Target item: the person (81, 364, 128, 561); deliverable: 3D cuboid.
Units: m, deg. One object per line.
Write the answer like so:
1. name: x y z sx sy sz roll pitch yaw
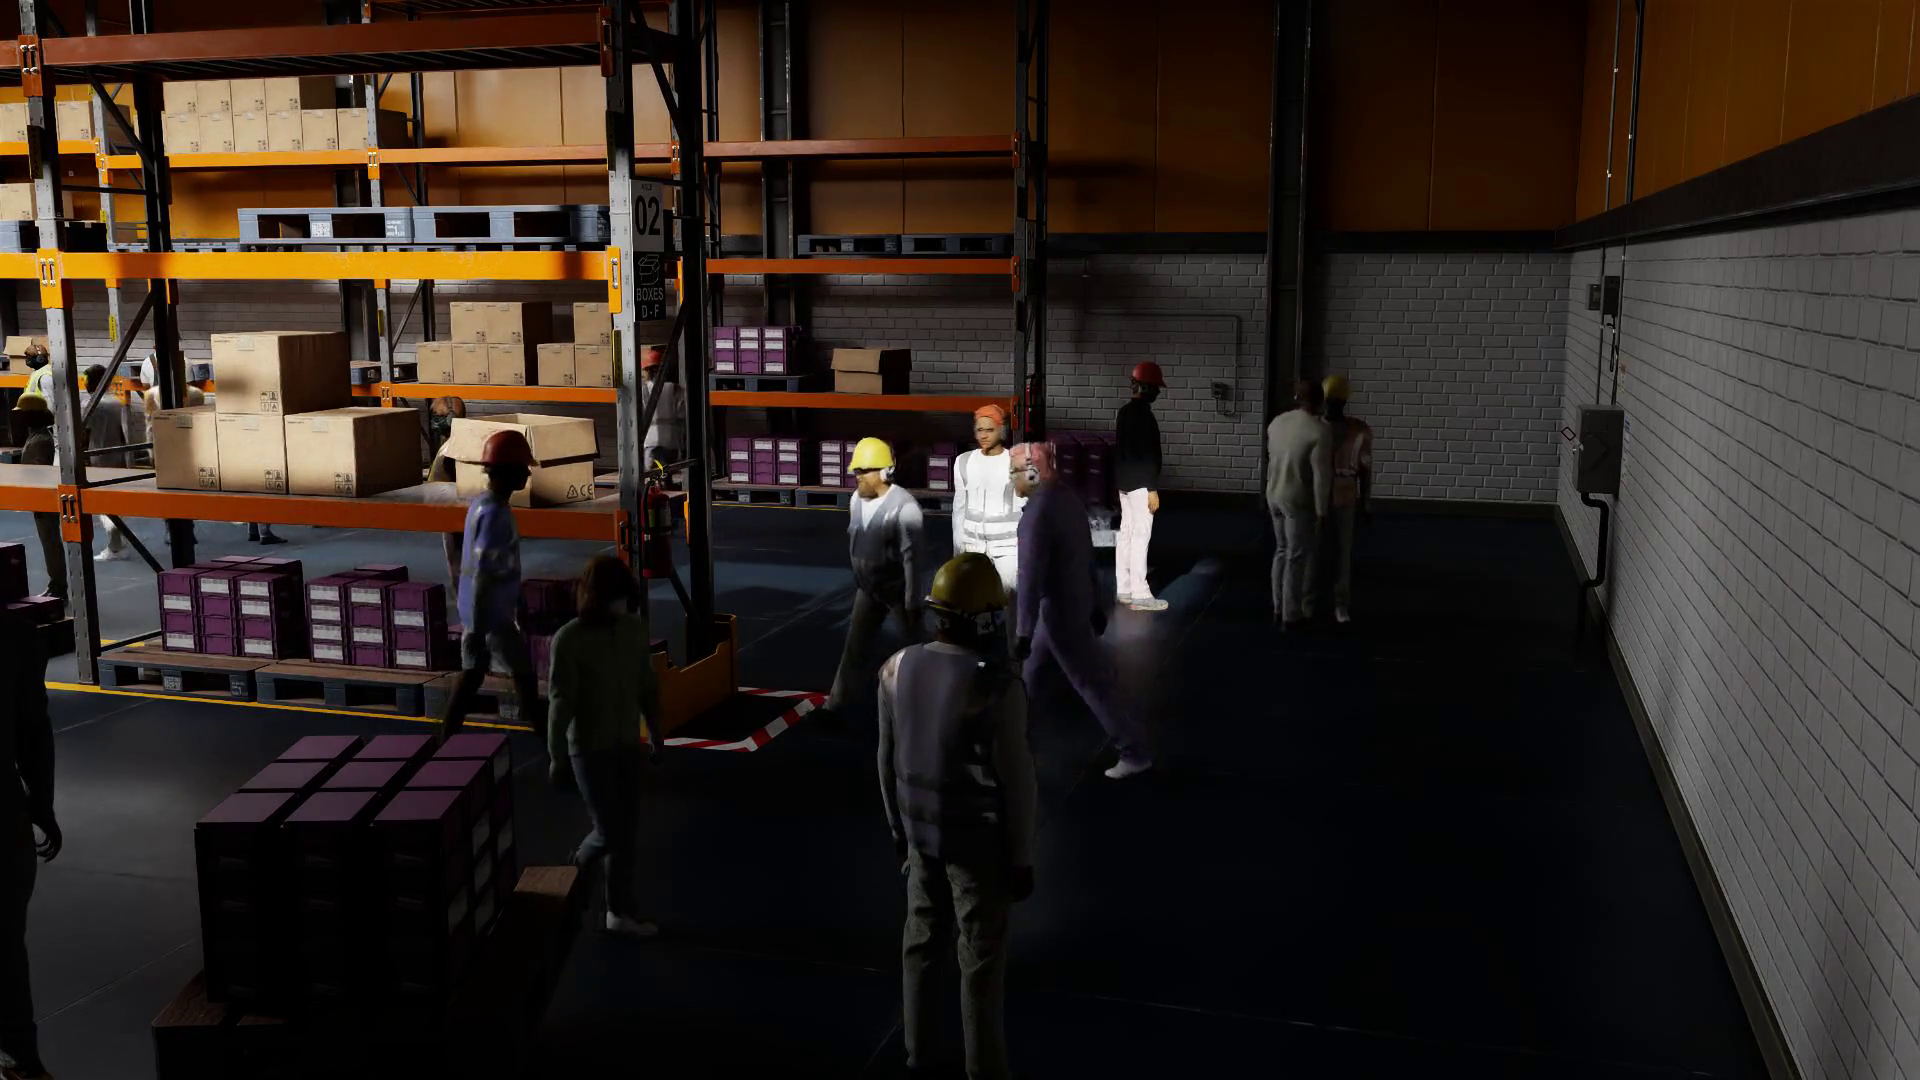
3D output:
1. person: -8.044 -0.715 15.545 0.433 1.843 0.486 0 9 -3

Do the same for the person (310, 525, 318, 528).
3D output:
1. person: -6.810 -1.028 17.568 0.599 1.801 0.464 -3 10 -17

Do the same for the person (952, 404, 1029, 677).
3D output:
1. person: 0.211 0.068 10.657 0.577 1.879 0.347 4 10 25

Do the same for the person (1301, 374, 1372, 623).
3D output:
1. person: 2.863 -0.314 12.828 0.594 1.923 0.385 2 9 11

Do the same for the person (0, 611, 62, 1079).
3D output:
1. person: -3.203 0.912 5.316 0.372 1.940 0.630 8 12 41

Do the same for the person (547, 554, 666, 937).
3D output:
1. person: -1.409 0.843 6.700 0.379 1.612 0.582 6 11 34

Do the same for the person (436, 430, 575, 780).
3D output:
1. person: -2.363 0.368 8.781 0.979 1.883 0.589 -3 10 -20

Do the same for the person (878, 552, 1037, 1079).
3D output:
1. person: 0.011 0.947 5.428 0.601 1.830 0.403 8 12 39

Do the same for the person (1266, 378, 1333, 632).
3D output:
1. person: 2.545 -0.260 12.554 0.437 1.918 0.681 -5 11 -30

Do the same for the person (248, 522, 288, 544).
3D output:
1. person: -6.923 -0.841 16.562 0.522 1.758 0.350 9 13 44

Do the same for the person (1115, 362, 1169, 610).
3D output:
1. person: 1.458 -0.435 13.382 0.391 1.986 0.609 -3 10 -17

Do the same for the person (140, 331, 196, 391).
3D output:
1. person: -9.622 -1.617 20.422 0.683 2.000 0.538 2 10 12

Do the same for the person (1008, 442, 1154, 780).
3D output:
1. person: 0.555 0.389 8.889 1.067 1.832 0.649 3 10 16

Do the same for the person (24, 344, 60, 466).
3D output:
1. person: -10.862 -1.399 19.738 0.429 1.837 0.624 -6 11 -34

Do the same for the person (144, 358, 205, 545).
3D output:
1. person: -7.688 -0.890 16.384 0.547 1.911 0.426 -6 11 -31

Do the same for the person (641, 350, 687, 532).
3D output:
1. person: -3.085 -1.015 17.222 0.558 1.901 0.855 -4 10 -25

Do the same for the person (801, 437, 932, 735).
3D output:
1. person: -0.461 0.279 9.717 0.978 1.760 0.605 -9 13 -43

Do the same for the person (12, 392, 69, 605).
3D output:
1. person: -7.446 -0.328 13.470 0.294 1.744 0.487 -5 11 -28

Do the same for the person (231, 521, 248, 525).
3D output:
1. person: -7.661 -1.087 17.785 0.341 1.845 0.511 4 10 22

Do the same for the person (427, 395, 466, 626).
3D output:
1. person: -3.608 -0.120 11.936 0.428 1.838 0.627 -2 10 -14
